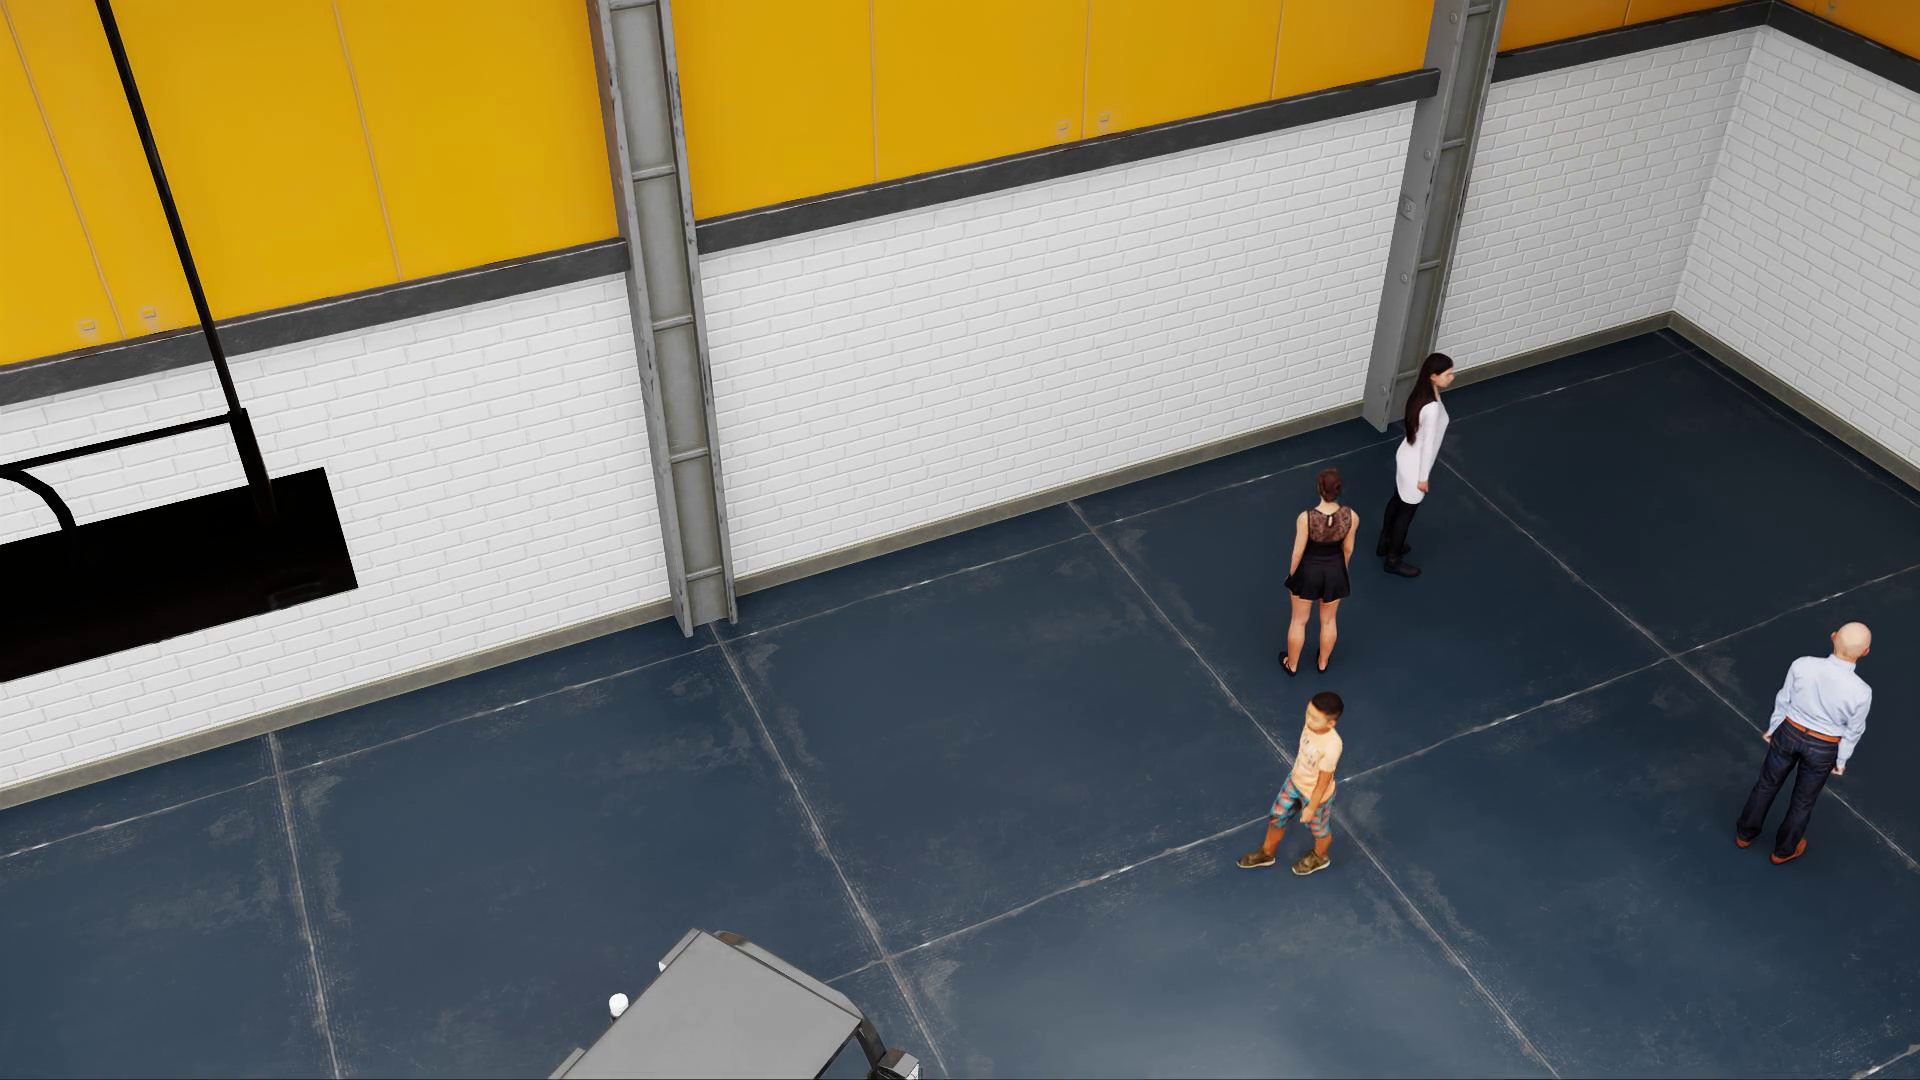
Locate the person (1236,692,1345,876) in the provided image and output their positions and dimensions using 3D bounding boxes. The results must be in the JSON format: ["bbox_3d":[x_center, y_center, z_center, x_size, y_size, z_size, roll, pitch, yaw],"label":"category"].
[{"bbox_3d":[2.118,1.425,9.721,0.779,1.443,0.548,-14,41,-17],"label":"person"}]

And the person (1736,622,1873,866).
[{"bbox_3d":[4.958,1.192,9.735,0.720,1.790,0.708,29,47,32],"label":"person"}]

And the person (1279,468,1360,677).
[{"bbox_3d":[2.379,0.218,11.045,0.612,1.677,0.719,-2,39,-2],"label":"person"}]

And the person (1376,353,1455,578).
[{"bbox_3d":[3.249,-0.550,11.904,0.676,1.806,0.682,1,39,2],"label":"person"}]
